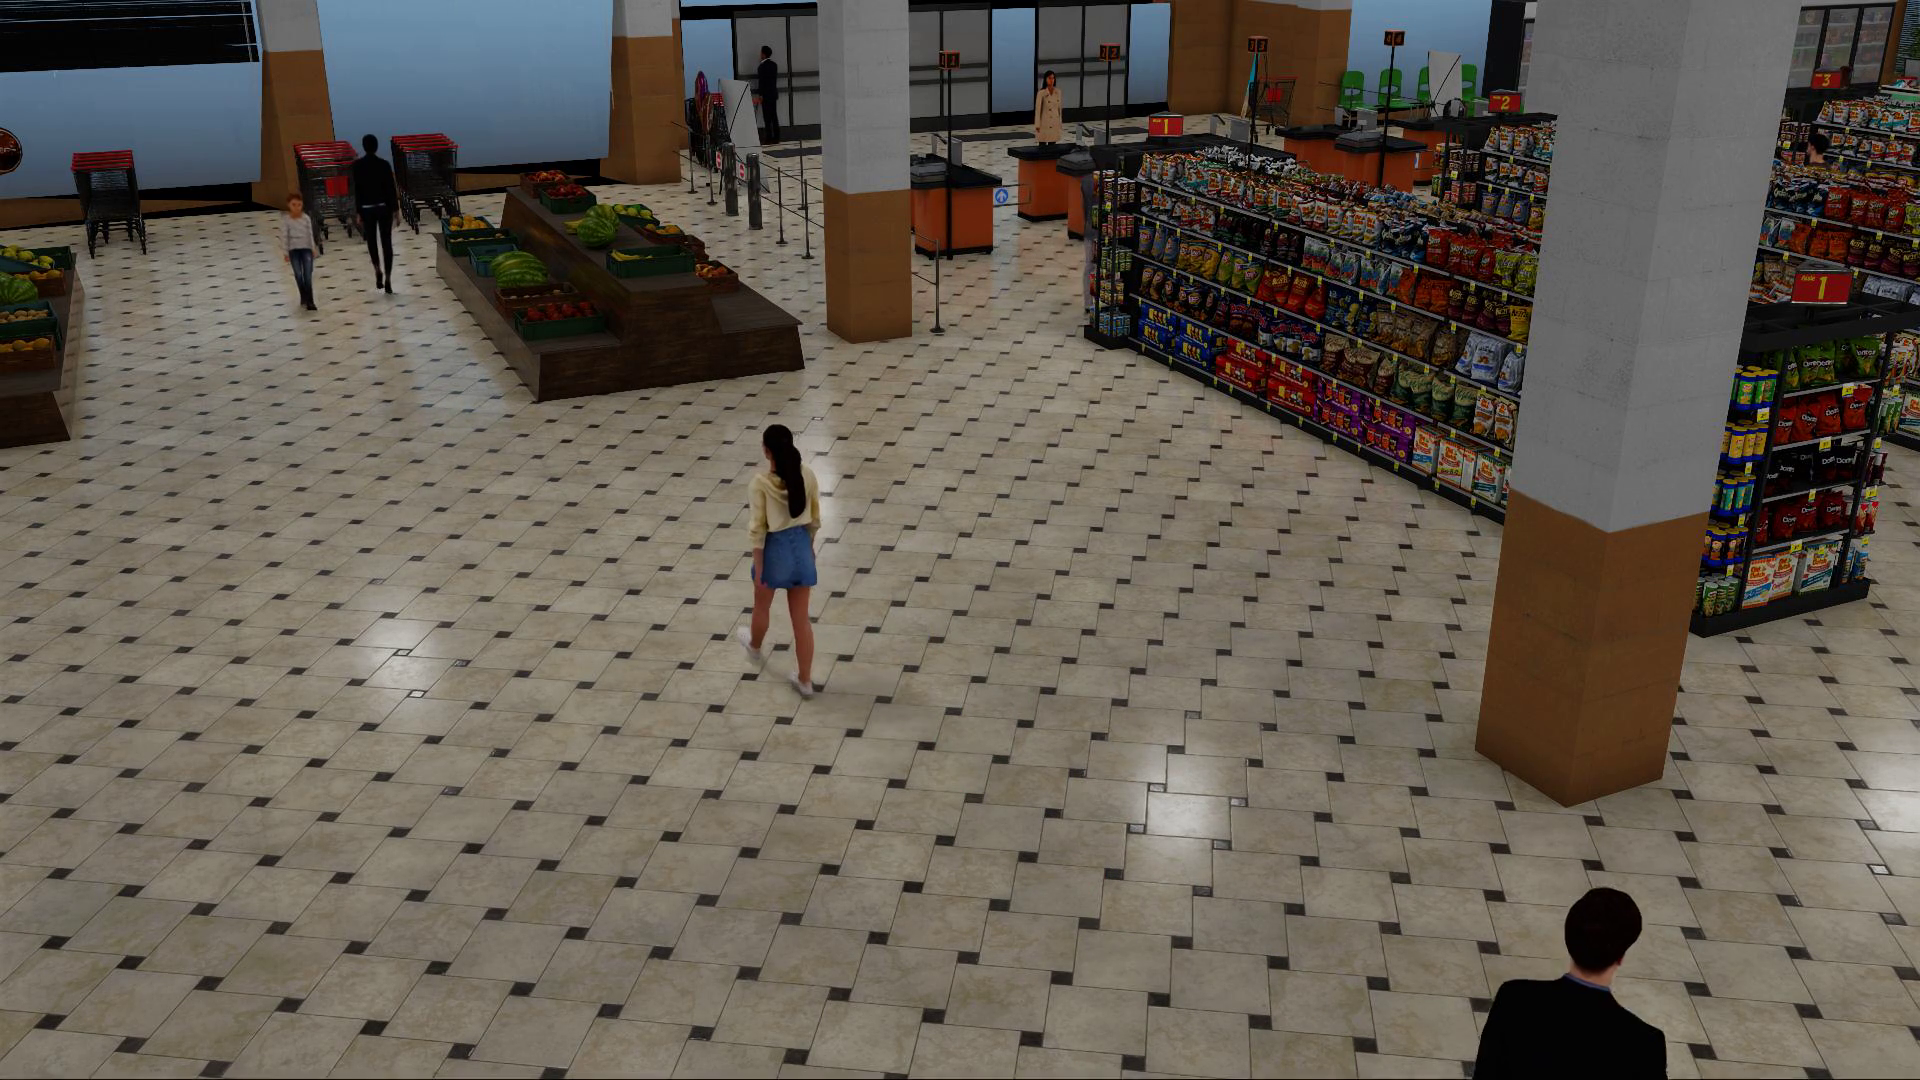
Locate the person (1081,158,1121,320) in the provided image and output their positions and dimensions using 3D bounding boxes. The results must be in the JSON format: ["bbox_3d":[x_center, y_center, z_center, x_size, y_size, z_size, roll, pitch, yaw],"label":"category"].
[{"bbox_3d":[1.439,-3.281,17.951,0.869,1.827,0.761,-18,28,-38],"label":"person"}]

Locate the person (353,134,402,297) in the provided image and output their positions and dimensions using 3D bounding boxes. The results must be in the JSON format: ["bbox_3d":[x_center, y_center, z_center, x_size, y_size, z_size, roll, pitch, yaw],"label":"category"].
[{"bbox_3d":[-6.639,-3.664,18.913,0.703,1.821,0.760,-5,22,-11],"label":"person"}]

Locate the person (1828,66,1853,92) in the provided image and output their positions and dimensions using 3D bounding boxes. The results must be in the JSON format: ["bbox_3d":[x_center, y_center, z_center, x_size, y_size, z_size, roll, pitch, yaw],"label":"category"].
[{"bbox_3d":[13.981,-6.755,26.792,0.846,1.683,0.984,-3,22,-7],"label":"person"}]

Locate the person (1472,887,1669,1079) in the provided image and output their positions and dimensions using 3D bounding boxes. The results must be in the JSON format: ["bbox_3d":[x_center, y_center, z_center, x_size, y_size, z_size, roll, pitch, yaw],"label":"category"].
[{"bbox_3d":[1.743,1.943,4.941,1.271,1.834,1.187,14,26,32],"label":"person"}]

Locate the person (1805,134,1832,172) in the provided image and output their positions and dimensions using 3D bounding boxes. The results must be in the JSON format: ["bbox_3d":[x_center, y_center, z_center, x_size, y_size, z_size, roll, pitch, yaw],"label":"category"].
[{"bbox_3d":[9.484,-3.594,18.652,0.697,1.887,0.632,-16,27,-35],"label":"person"}]

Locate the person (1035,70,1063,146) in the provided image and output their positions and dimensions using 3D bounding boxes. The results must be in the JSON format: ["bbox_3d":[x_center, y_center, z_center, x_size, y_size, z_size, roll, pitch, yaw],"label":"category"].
[{"bbox_3d":[1.402,-6.564,26.318,0.648,1.680,0.517,-10,24,-24],"label":"person"}]

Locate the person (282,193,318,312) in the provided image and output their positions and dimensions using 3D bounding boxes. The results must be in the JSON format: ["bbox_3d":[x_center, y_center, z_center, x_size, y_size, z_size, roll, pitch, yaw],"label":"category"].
[{"bbox_3d":[-7.340,-3.193,18.476,0.516,1.272,0.951,-10,24,-23],"label":"person"}]

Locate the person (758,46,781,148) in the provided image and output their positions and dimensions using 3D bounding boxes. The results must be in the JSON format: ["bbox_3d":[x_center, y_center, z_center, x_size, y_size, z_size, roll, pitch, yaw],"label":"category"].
[{"bbox_3d":[-3.390,-7.898,29.581,0.724,1.723,0.710,12,25,28],"label":"person"}]

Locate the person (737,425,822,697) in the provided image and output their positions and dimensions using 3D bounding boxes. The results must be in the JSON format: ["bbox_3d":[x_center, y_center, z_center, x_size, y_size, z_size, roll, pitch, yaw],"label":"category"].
[{"bbox_3d":[-0.985,0.151,9.720,0.724,1.596,1.046,-13,25,-28],"label":"person"}]
